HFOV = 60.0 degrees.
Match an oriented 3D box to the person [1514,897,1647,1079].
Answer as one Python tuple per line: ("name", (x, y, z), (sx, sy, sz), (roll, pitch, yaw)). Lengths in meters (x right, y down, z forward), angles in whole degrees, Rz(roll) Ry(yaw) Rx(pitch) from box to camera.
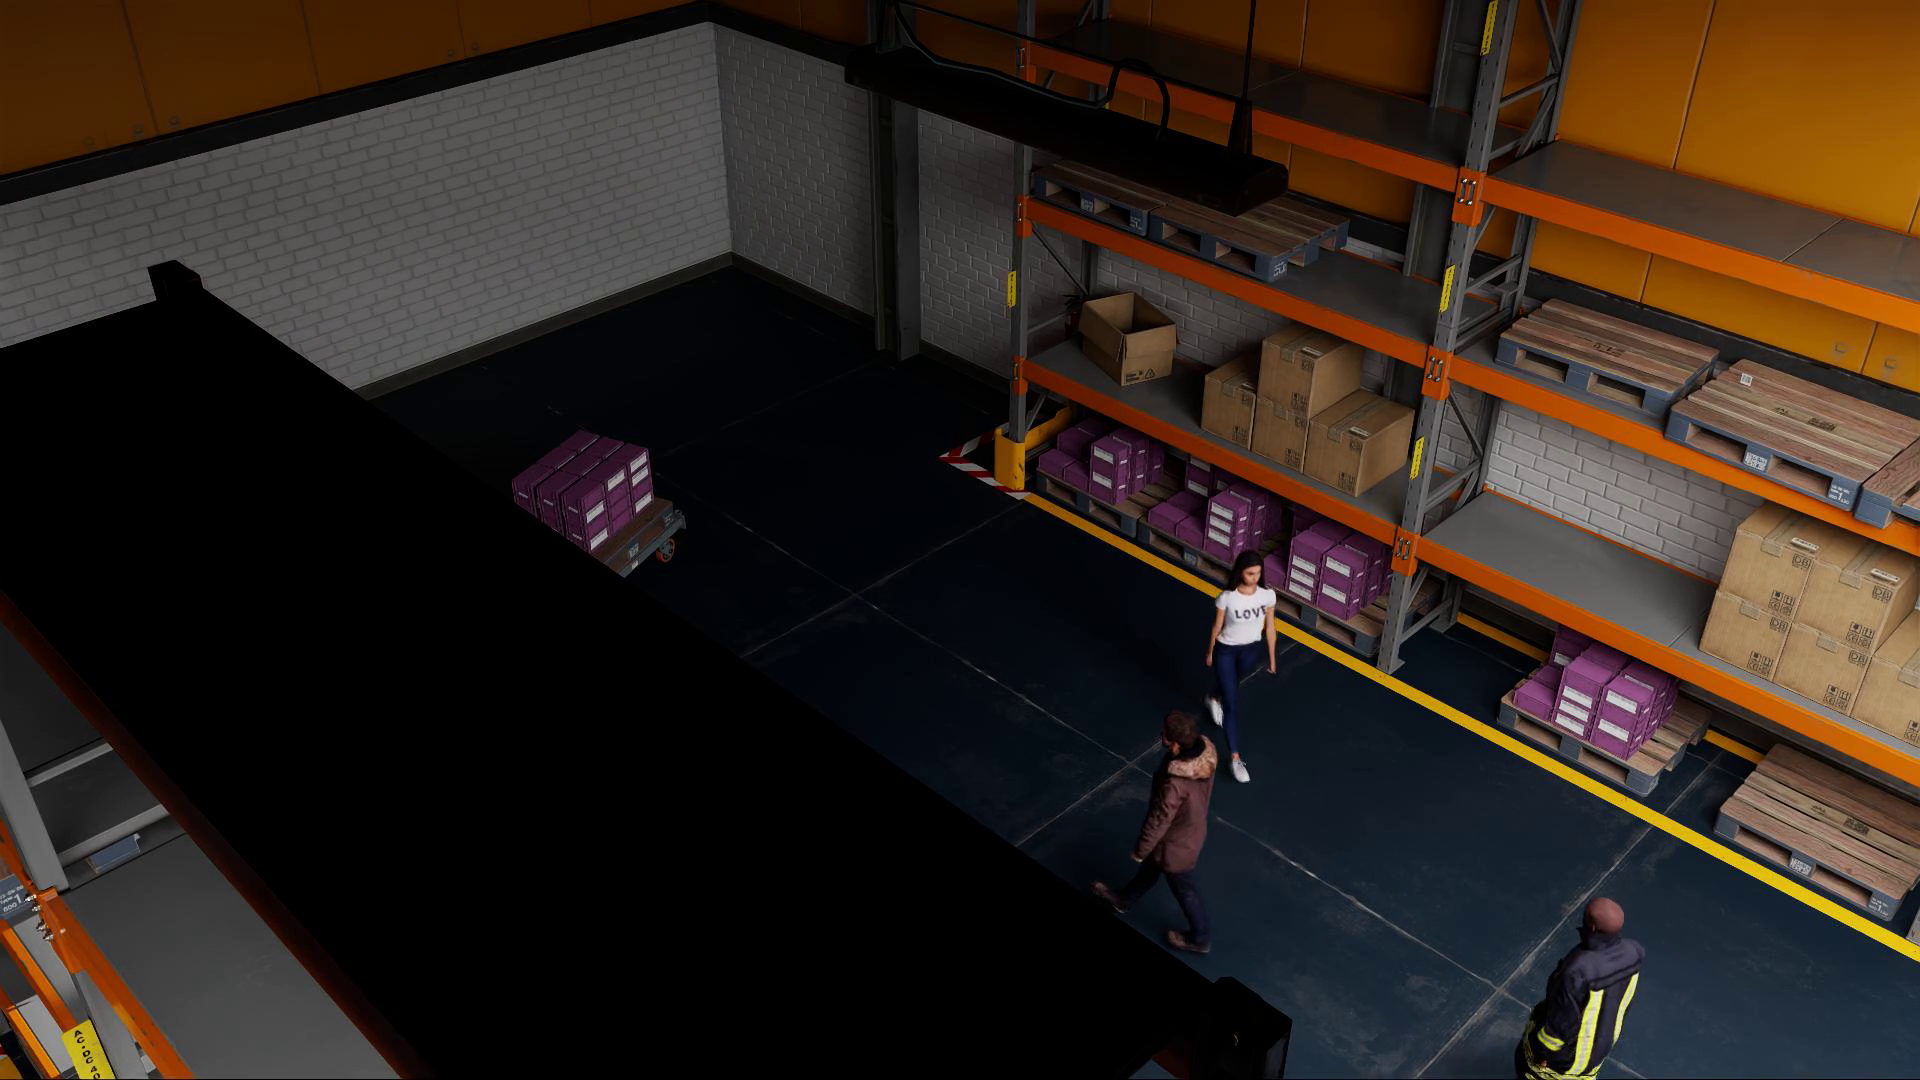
("person", (3.376, 2.673, 8.938), (0.930, 1.813, 1.025), (-13, 36, -19))

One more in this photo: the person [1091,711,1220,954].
("person", (1.414, 1.843, 10.193), (1.212, 1.807, 1.015), (14, 36, 20))

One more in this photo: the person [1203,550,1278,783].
("person", (1.941, 0.771, 11.876), (0.996, 1.729, 1.245), (-9, 35, -13))
